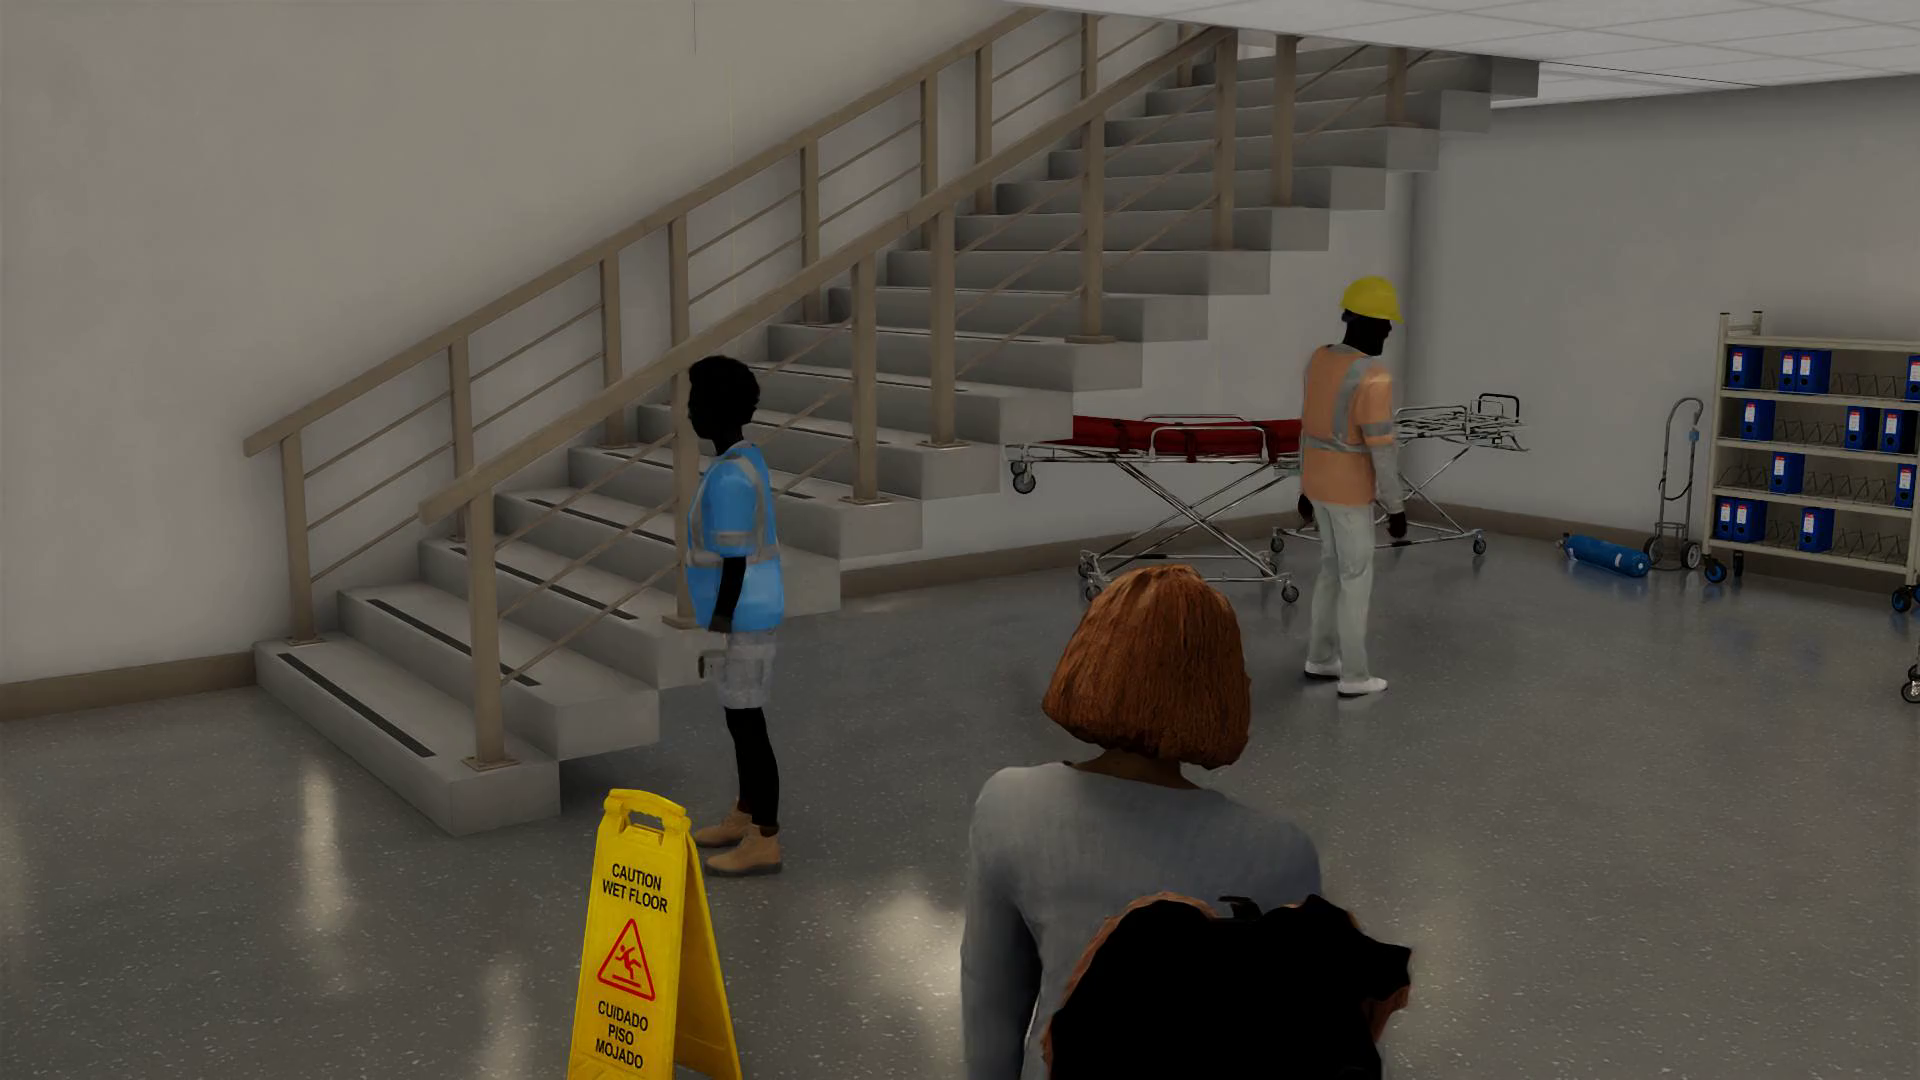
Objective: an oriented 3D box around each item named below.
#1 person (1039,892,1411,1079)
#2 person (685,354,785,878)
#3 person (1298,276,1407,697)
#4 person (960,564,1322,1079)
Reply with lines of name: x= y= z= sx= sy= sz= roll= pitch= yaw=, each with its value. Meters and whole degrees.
person: x=0.149 y=1.020 z=1.117 sx=0.311 sy=1.642 sz=0.513 roll=3 pitch=10 yaw=19
person: x=-0.732 y=0.248 z=5.409 sx=0.324 sy=1.693 sz=0.543 roll=-1 pitch=10 yaw=-5
person: x=1.765 y=-0.230 z=7.538 sx=0.428 sy=1.913 sz=0.621 roll=-3 pitch=10 yaw=-17
person: x=0.236 y=0.838 z=2.193 sx=0.503 sy=1.631 sz=0.282 roll=6 pitch=12 yaw=33
